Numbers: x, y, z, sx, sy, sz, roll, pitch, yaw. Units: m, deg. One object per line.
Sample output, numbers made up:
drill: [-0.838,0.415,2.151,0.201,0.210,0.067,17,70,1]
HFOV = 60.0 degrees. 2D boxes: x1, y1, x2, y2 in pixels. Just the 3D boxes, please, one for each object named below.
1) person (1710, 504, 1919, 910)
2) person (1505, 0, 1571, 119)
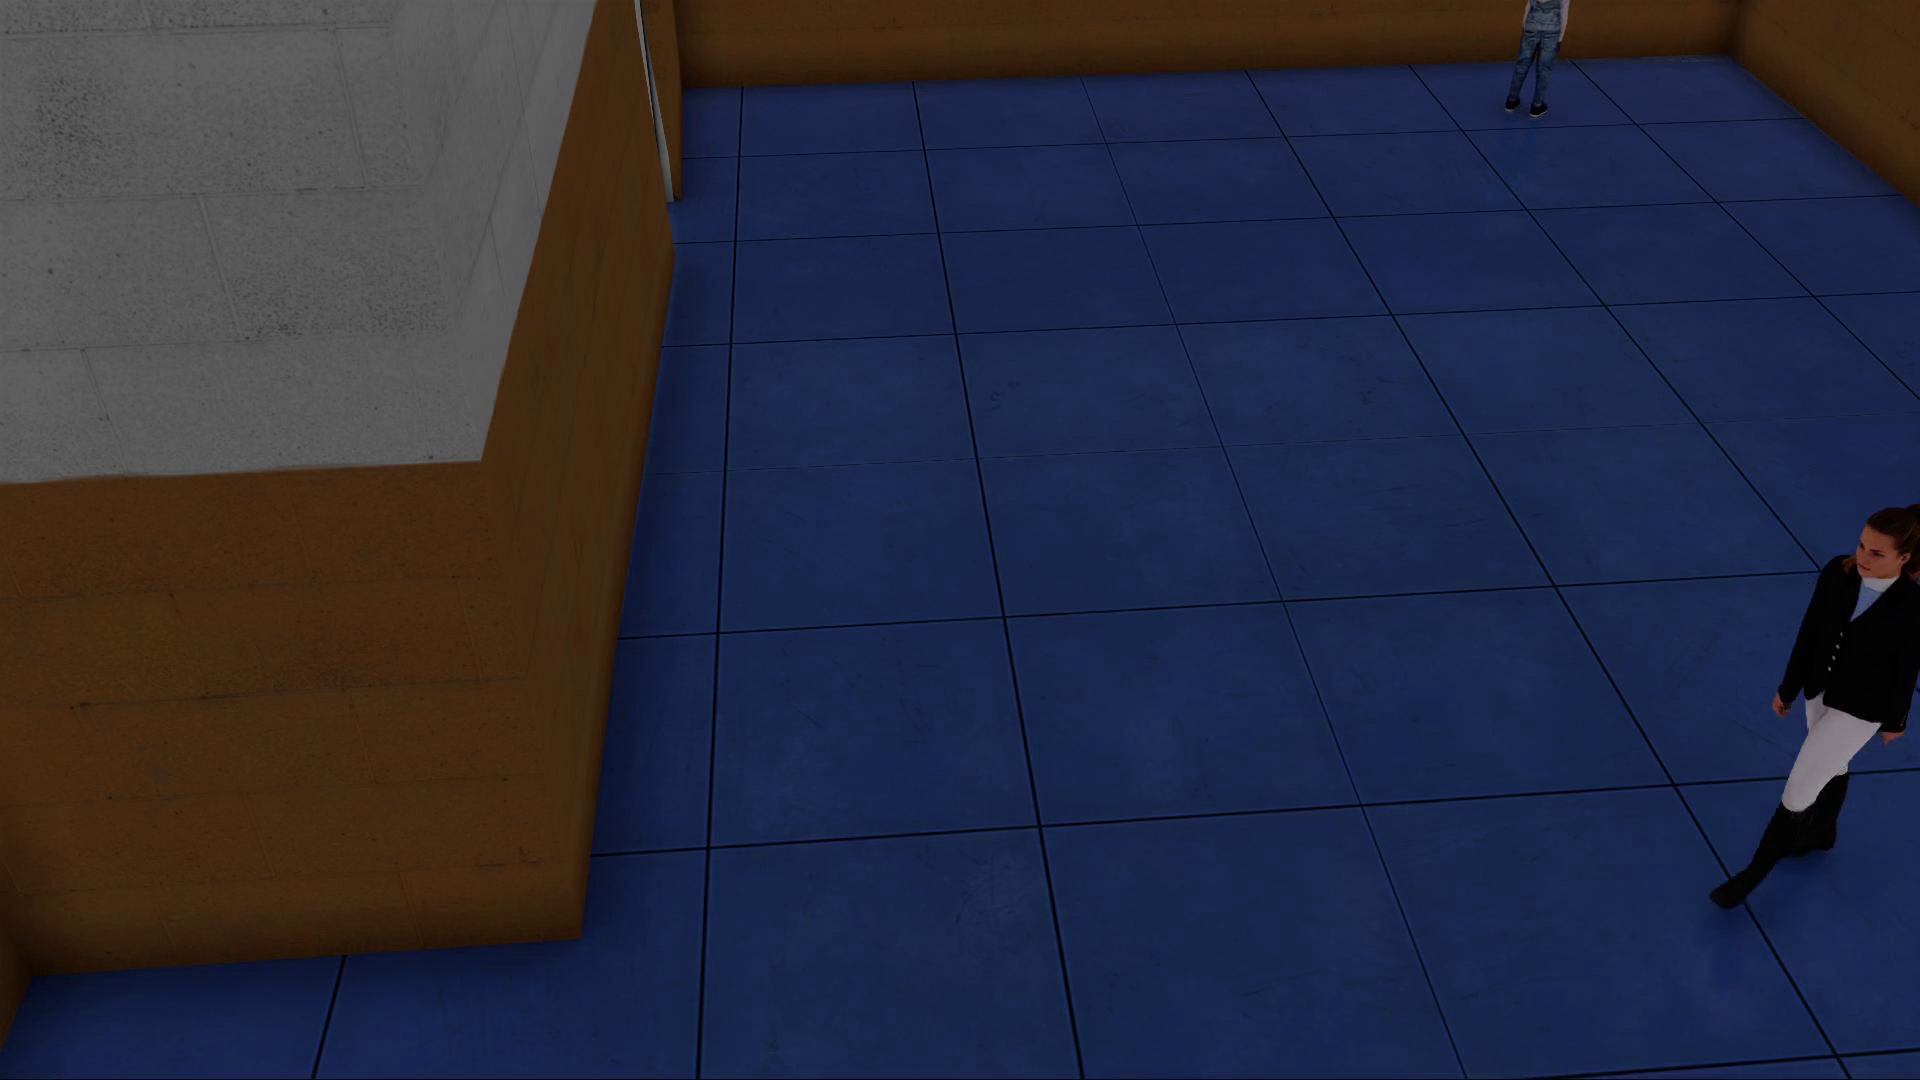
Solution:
person: [3.268,0.583,6.072,1.028,1.698,0.775,-17,40,-21]
person: [4.276,-3.757,12.234,0.551,1.258,0.617,23,43,28]
